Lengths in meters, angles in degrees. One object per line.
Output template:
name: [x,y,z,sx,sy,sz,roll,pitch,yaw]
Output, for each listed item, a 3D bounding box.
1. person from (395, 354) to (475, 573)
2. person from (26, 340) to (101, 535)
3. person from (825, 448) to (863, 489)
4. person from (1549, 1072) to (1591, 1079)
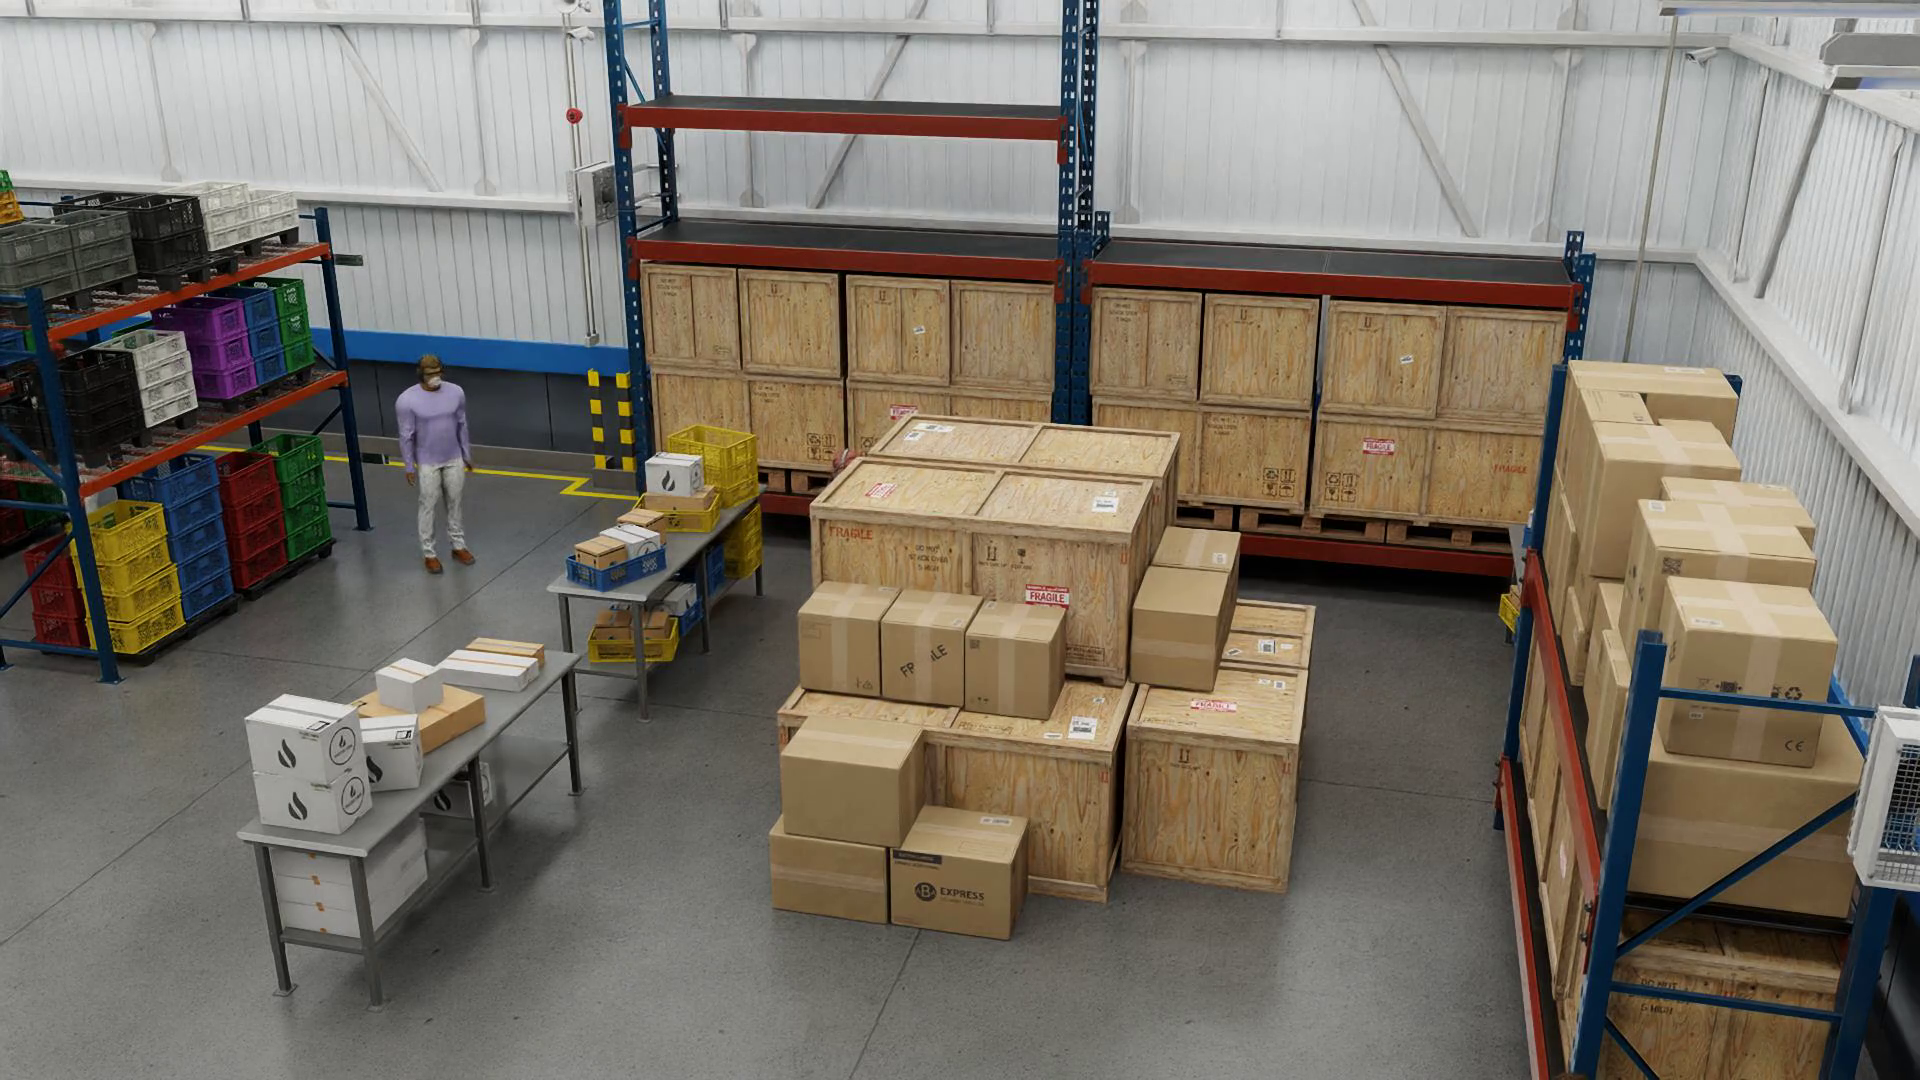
person: [-4.546,-0.687,14.489,0.635,1.936,0.353,-18,28,-40]
person: [-8.129,-0.954,15.283,0.596,1.863,0.670,-6,22,-15]
person: [-0.826,0.240,12.128,0.396,1.898,0.647,5,21,13]
person: [2.027,2.658,5.867,0.429,1.846,0.627,-15,26,-34]
